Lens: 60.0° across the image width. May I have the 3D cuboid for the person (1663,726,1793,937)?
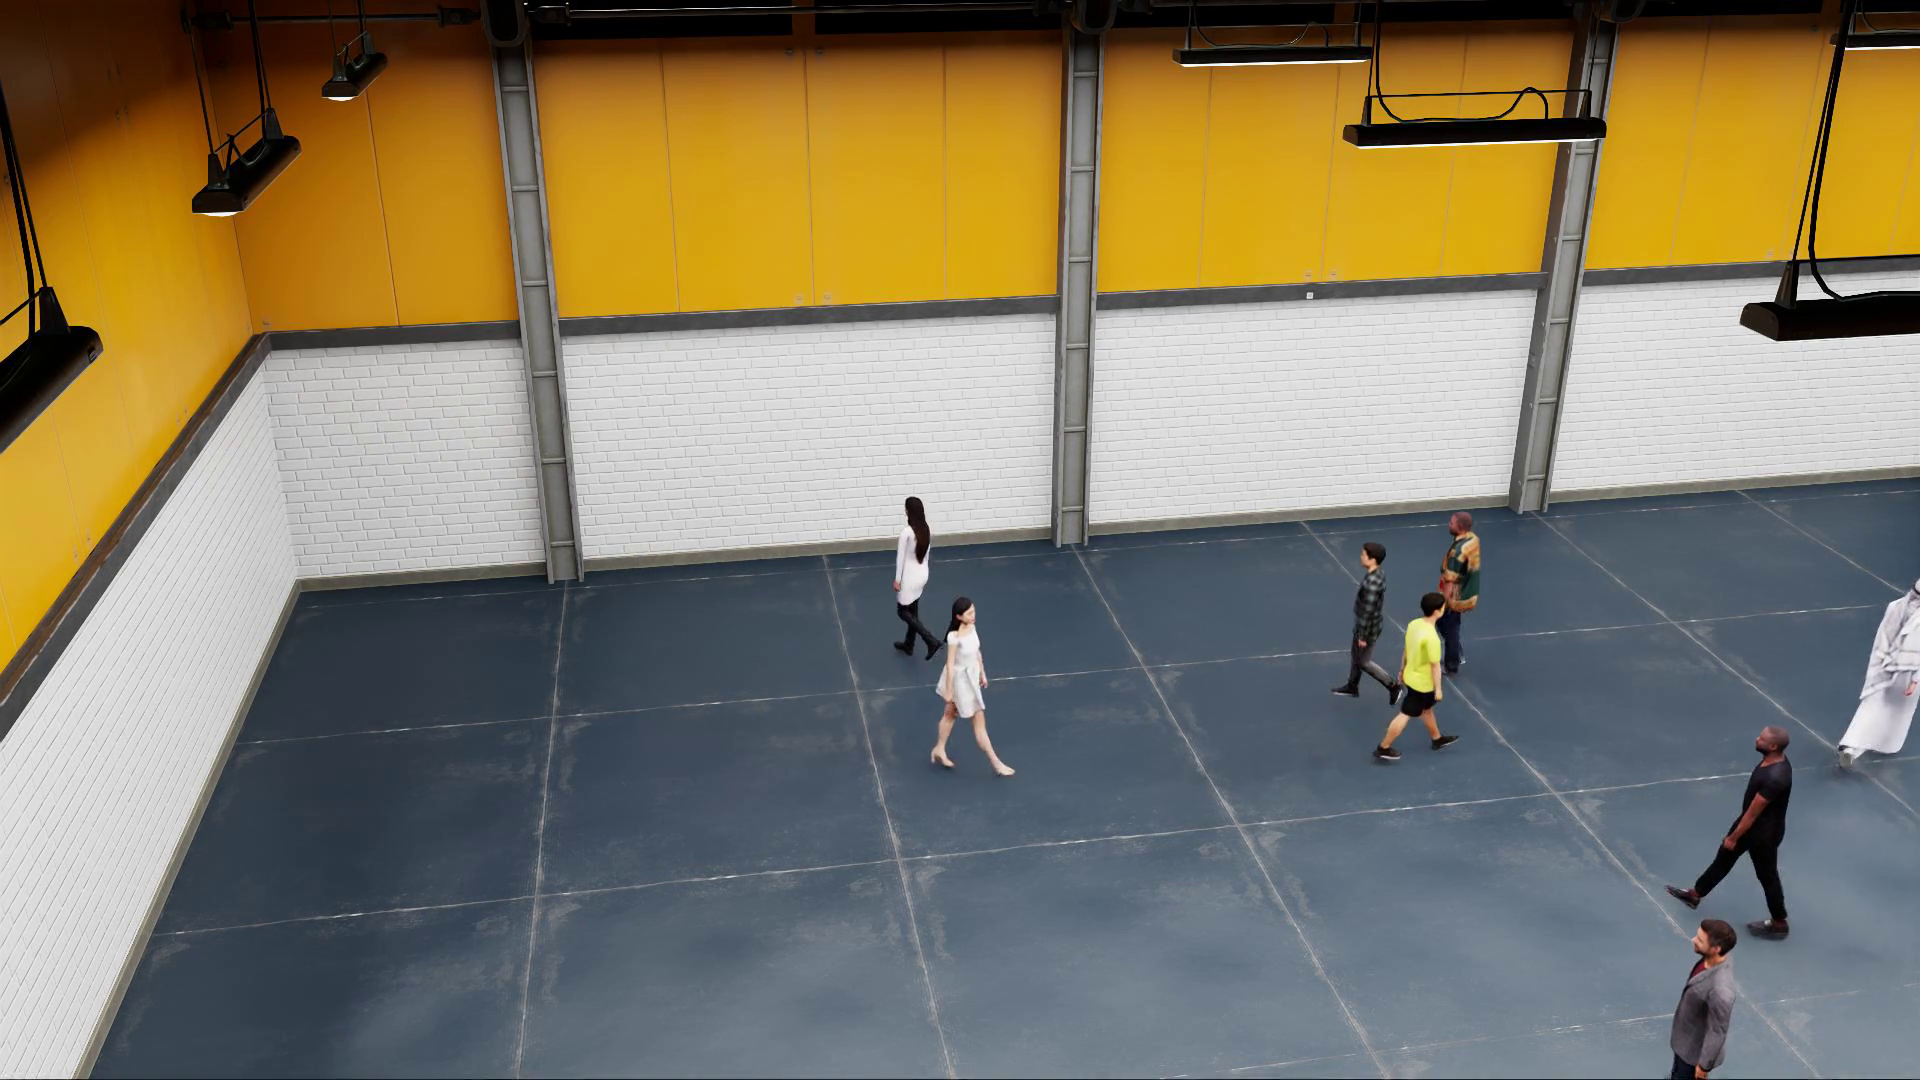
[{"bbox_3d":[6.267,2.295,12.843,1.269,1.773,1.062,9,25,19],"label":"person"}]

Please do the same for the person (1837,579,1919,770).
[{"bbox_3d":[8.463,1.233,15.131,1.287,1.885,1.036,-17,29,-34],"label":"person"}]

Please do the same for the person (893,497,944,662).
[{"bbox_3d":[-0.436,0.430,17.081,1.015,1.795,0.972,17,29,34],"label":"person"}]

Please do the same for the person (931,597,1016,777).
[{"bbox_3d":[-0.064,1.319,15.112,1.172,1.742,1.022,11,26,23],"label":"person"}]

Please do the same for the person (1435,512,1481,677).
[{"bbox_3d":[5.080,0.566,16.766,0.868,1.799,0.823,13,27,28],"label":"person"}]

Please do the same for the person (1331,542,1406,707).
[{"bbox_3d":[3.993,0.818,15.988,1.061,1.696,0.945,8,25,18],"label":"person"}]

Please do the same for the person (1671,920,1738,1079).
[{"bbox_3d":[4.739,3.216,10.612,0.893,1.871,0.844,8,25,18],"label":"person"}]

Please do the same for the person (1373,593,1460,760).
[{"bbox_3d":[4.150,1.295,15.267,1.083,1.663,0.634,-4,24,-9],"label":"person"}]
